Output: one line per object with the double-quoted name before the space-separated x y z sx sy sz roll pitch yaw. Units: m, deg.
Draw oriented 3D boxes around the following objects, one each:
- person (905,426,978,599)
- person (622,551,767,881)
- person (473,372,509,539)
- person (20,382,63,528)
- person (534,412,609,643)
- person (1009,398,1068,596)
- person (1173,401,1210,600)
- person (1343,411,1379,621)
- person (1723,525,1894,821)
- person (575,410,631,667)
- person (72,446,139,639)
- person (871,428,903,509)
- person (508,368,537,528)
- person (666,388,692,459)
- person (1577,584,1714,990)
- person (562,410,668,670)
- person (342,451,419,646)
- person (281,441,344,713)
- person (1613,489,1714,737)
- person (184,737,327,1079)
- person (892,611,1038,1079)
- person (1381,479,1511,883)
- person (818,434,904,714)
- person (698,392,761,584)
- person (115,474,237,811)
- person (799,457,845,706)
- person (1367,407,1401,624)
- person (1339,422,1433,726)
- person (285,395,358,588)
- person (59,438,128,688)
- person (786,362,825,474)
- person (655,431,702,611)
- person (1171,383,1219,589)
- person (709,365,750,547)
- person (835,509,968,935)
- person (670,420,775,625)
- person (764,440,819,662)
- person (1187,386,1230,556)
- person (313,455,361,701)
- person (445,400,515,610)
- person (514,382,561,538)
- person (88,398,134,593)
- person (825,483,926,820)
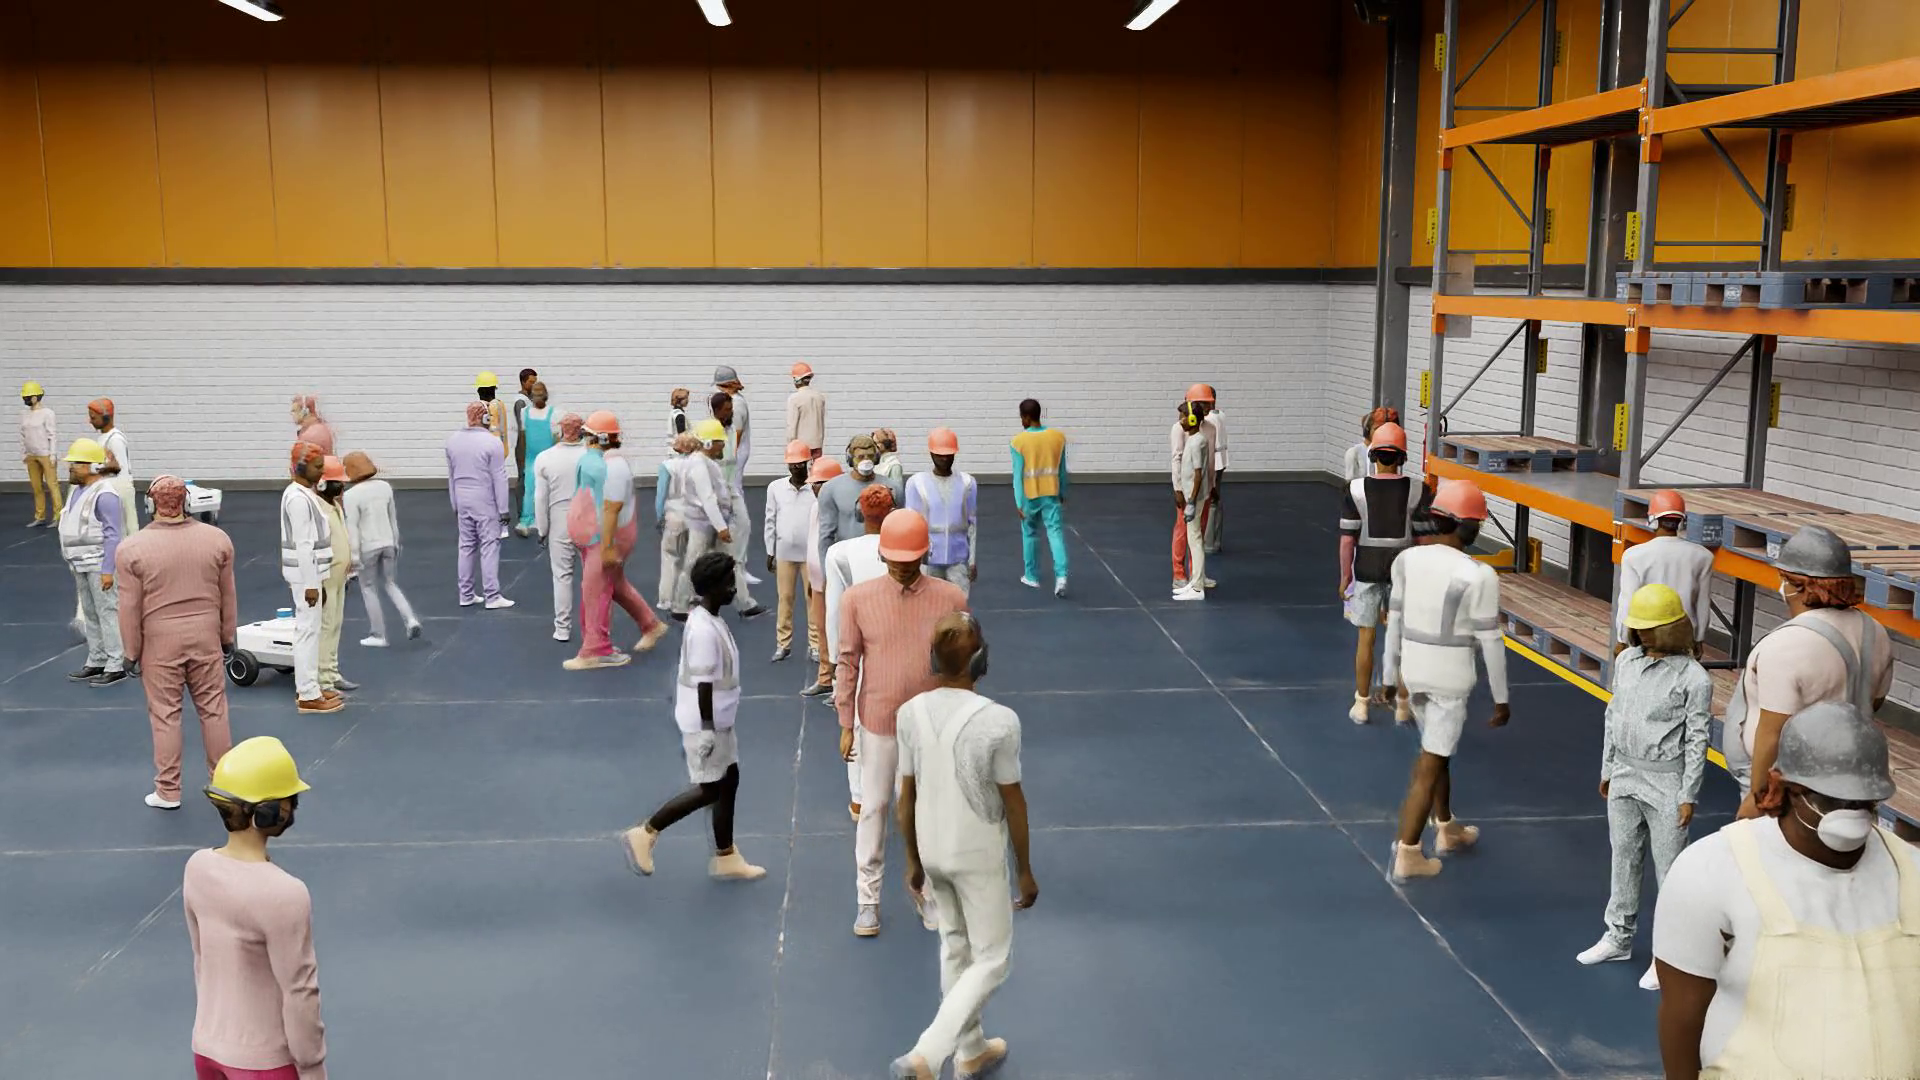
"person" -0.128 0.126 12.204 0.551 1.932 0.378 -2 9 -13
"person" -1.317 0.883 8.230 0.619 1.676 0.542 0 9 -1
"person" -5.379 -0.971 19.114 0.370 1.924 0.594 -2 9 -12
"person" -11.018 -1.012 19.896 0.528 1.762 0.334 3 10 18
"person" -3.175 -0.107 13.748 0.653 1.906 0.408 -3 9 -16
"person" 0.776 -0.420 15.849 0.618 1.867 0.994 -2 9 -14
"person" 2.159 -0.364 15.504 0.329 1.865 0.515 2 9 10
"person" 3.578 -0.204 14.555 0.506 1.846 0.346 -6 11 -34
"person" 3.361 0.943 6.736 0.679 2.000 0.537 -5 10 -30
"person" -2.780 -0.013 12.917 0.406 1.987 0.615 -5 10 -28
"person" -7.167 0.021 13.923 0.538 1.601 0.740 -1 9 -9
"person" -0.678 -0.207 15.221 0.308 1.636 0.524 -5 10 -27
"person" -5.208 -1.101 19.963 0.399 1.916 0.590 -1 9 -6
"person" -3.465 -1.056 20.550 0.312 1.636 0.520 -3 10 -19
"person" 2.930 1.038 7.098 0.308 1.736 0.484 -5 10 -29
"person" -2.698 -0.047 12.955 0.834 2.000 0.719 -3 10 -20
"person" -4.717 0.078 13.495 0.502 1.607 0.525 5 10 28
"person" -4.517 0.254 11.543 0.341 1.885 0.587 -4 10 -22
"person" 4.207 0.565 10.007 0.567 1.750 0.341 0 9 -2
"person" -1.945 1.417 4.660 0.521 1.758 0.348 6 11 33
"person" -0.015 1.168 5.992 0.528 1.827 0.744 6 11 35
"person" 2.505 0.697 8.382 0.902 2.004 0.634 -5 11 -31
"person" -0.674 0.230 11.531 0.627 1.941 0.370 -3 10 -20
"person" -2.230 -0.476 16.087 0.711 1.891 0.636 4 10 24
"person" -4.448 0.576 9.464 0.642 1.909 0.409 -9 13 -44
"person" -0.933 0.285 11.765 0.331 1.750 0.572 -6 11 -34
"person" 3.666 -0.214 14.495 0.342 1.882 0.587 0 9 0
"person" 2.852 0.232 11.189 0.605 2.045 0.379 2 9 12
"person" -6.204 -0.463 16.187 0.816 1.885 0.659 -2 9 -12
"person" -6.403 0.164 12.270 0.586 1.837 0.403 7 12 39
"person" -1.874 -1.152 20.082 0.414 1.985 0.610 7 11 36
"person" -2.525 -0.179 15.120 0.325 1.609 0.568 9 12 43
"person" 2.269 -0.513 16.017 0.609 1.997 0.374 -9 12 -43
"person" -2.602 -0.931 18.504 0.538 2.000 0.682 -1 9 -6
"person" -0.254 0.831 7.620 0.622 1.980 0.407 -2 9 -10
"person" -2.108 -0.137 14.338 0.904 1.783 0.601 1 9 7
"person" -1.255 0.088 13.003 0.563 1.752 0.327 1 9 5
"person" 2.702 -0.747 17.983 0.389 1.838 0.563 5 10 30
"person" -4.495 0.264 11.906 0.346 1.746 0.573 -1 9 -5
"person" -4.344 -0.319 15.120 0.649 1.900 0.397 4 10 26
"person" -4.862 -0.913 19.157 0.521 1.794 0.958 1 9 5
"person" -7.936 -0.389 15.585 0.357 1.887 0.573 -7 11 -37
"person" -0.451 0.626 9.223 0.573 1.883 0.357 1 9 4
